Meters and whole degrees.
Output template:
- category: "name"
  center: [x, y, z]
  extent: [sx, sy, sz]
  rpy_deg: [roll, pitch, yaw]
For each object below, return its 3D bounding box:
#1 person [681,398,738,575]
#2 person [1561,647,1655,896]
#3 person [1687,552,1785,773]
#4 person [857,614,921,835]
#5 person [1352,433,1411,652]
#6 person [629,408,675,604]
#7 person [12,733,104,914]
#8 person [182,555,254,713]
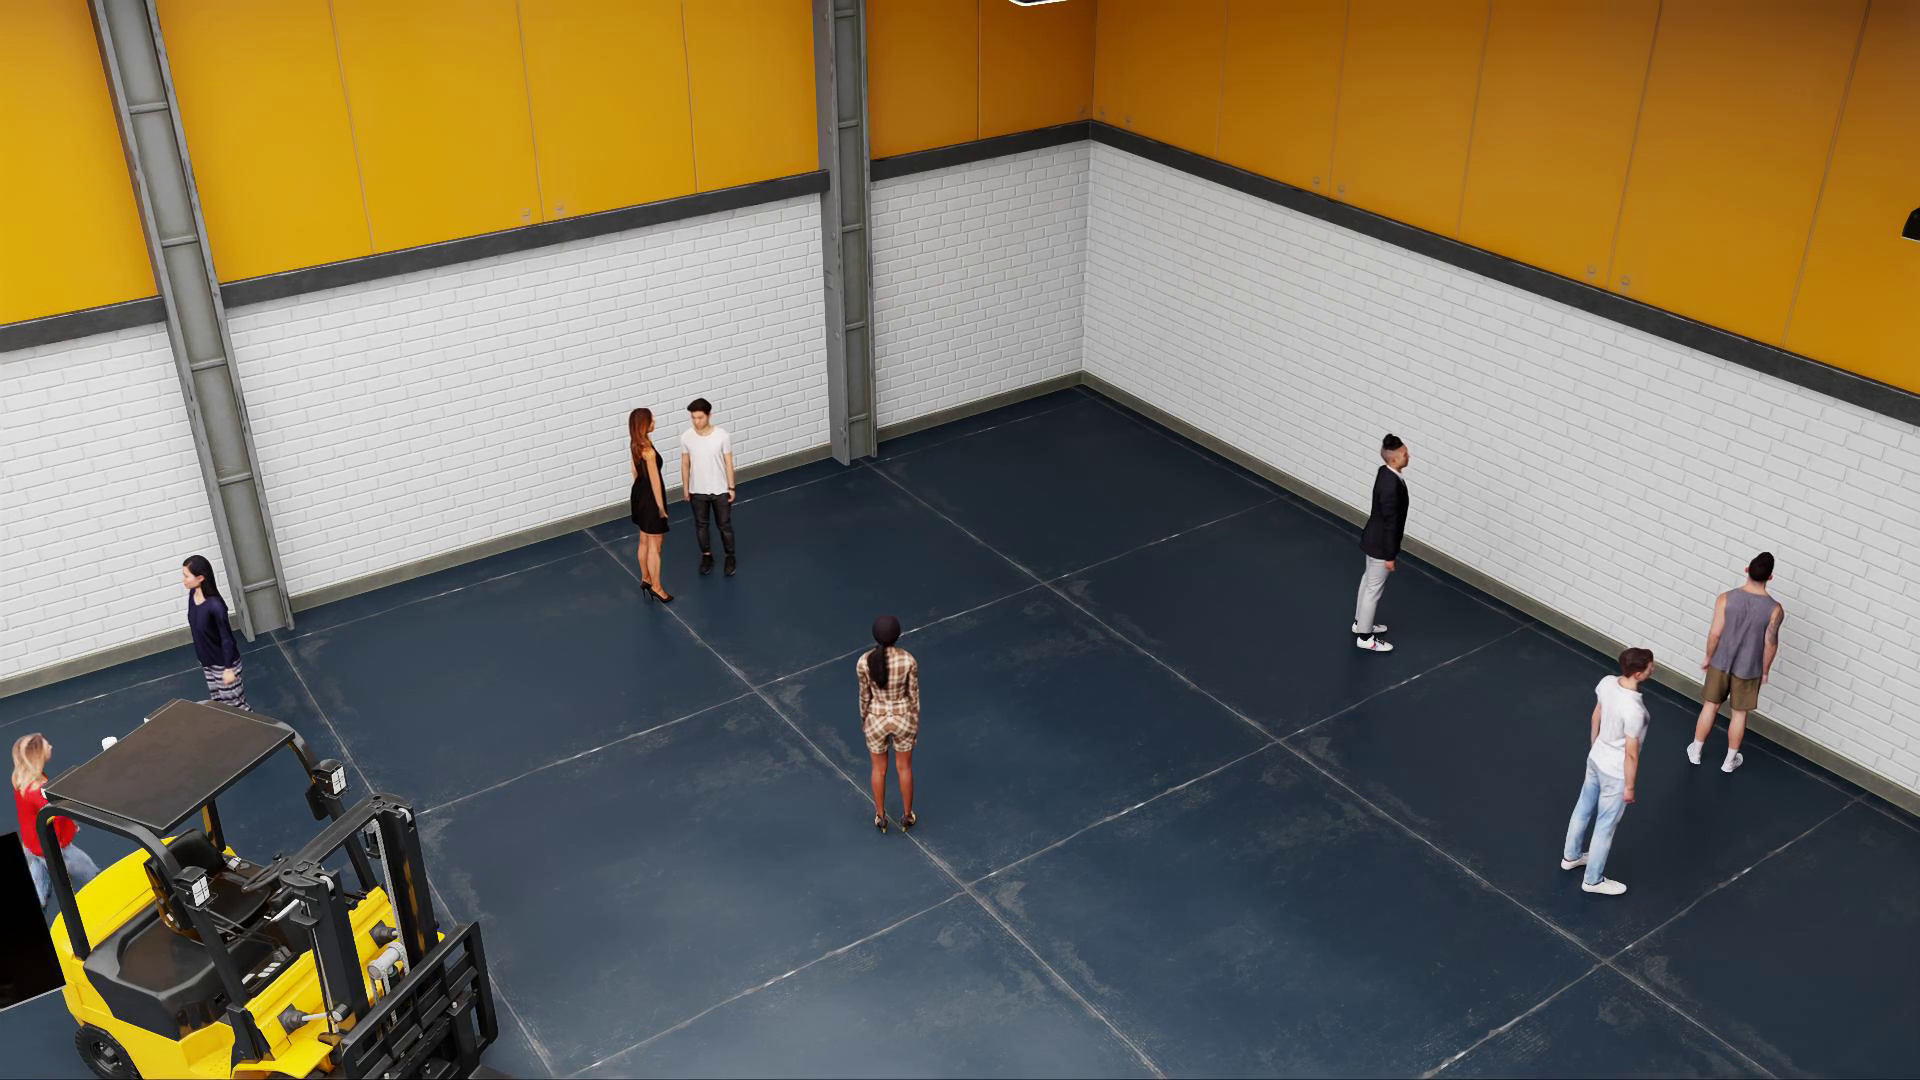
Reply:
- category: "person"
  center: [-2.249, -0.499, 14.990]
  extent: [0.685, 1.714, 0.764]
  rpy_deg: [2, 29, 3]
- category: "person"
  center: [4.357, 1.520, 11.145]
  extent: [0.705, 1.851, 0.726]
  rpy_deg: [-4, 29, -8]
- category: "person"
  center: [5.760, 0.909, 12.339]
  extent: [0.714, 1.847, 0.720]
  rpy_deg: [16, 32, 26]
- category: "person"
  center: [-0.487, 1.295, 11.615]
  extent: [0.660, 1.795, 0.740]
  rpy_deg: [1, 29, 2]
- category: "person"
  center: [3.511, -0.014, 13.857]
  extent: [0.841, 1.948, 0.791]
  rpy_deg: [4, 29, 7]
- category: "person"
  center: [-2.708, -0.303, 14.505]
  extent: [0.520, 1.834, 0.578]
  rpy_deg: [-18, 33, -30]
- category: "person"
  center: [-5.795, 2.004, 10.464]
  extent: [0.866, 1.653, 1.188]
  rpy_deg: [19, 34, 31]
- category: "person"
  center: [-5.547, 0.872, 12.455]
  extent: [0.657, 1.734, 0.604]
  rpy_deg: [22, 36, 35]
